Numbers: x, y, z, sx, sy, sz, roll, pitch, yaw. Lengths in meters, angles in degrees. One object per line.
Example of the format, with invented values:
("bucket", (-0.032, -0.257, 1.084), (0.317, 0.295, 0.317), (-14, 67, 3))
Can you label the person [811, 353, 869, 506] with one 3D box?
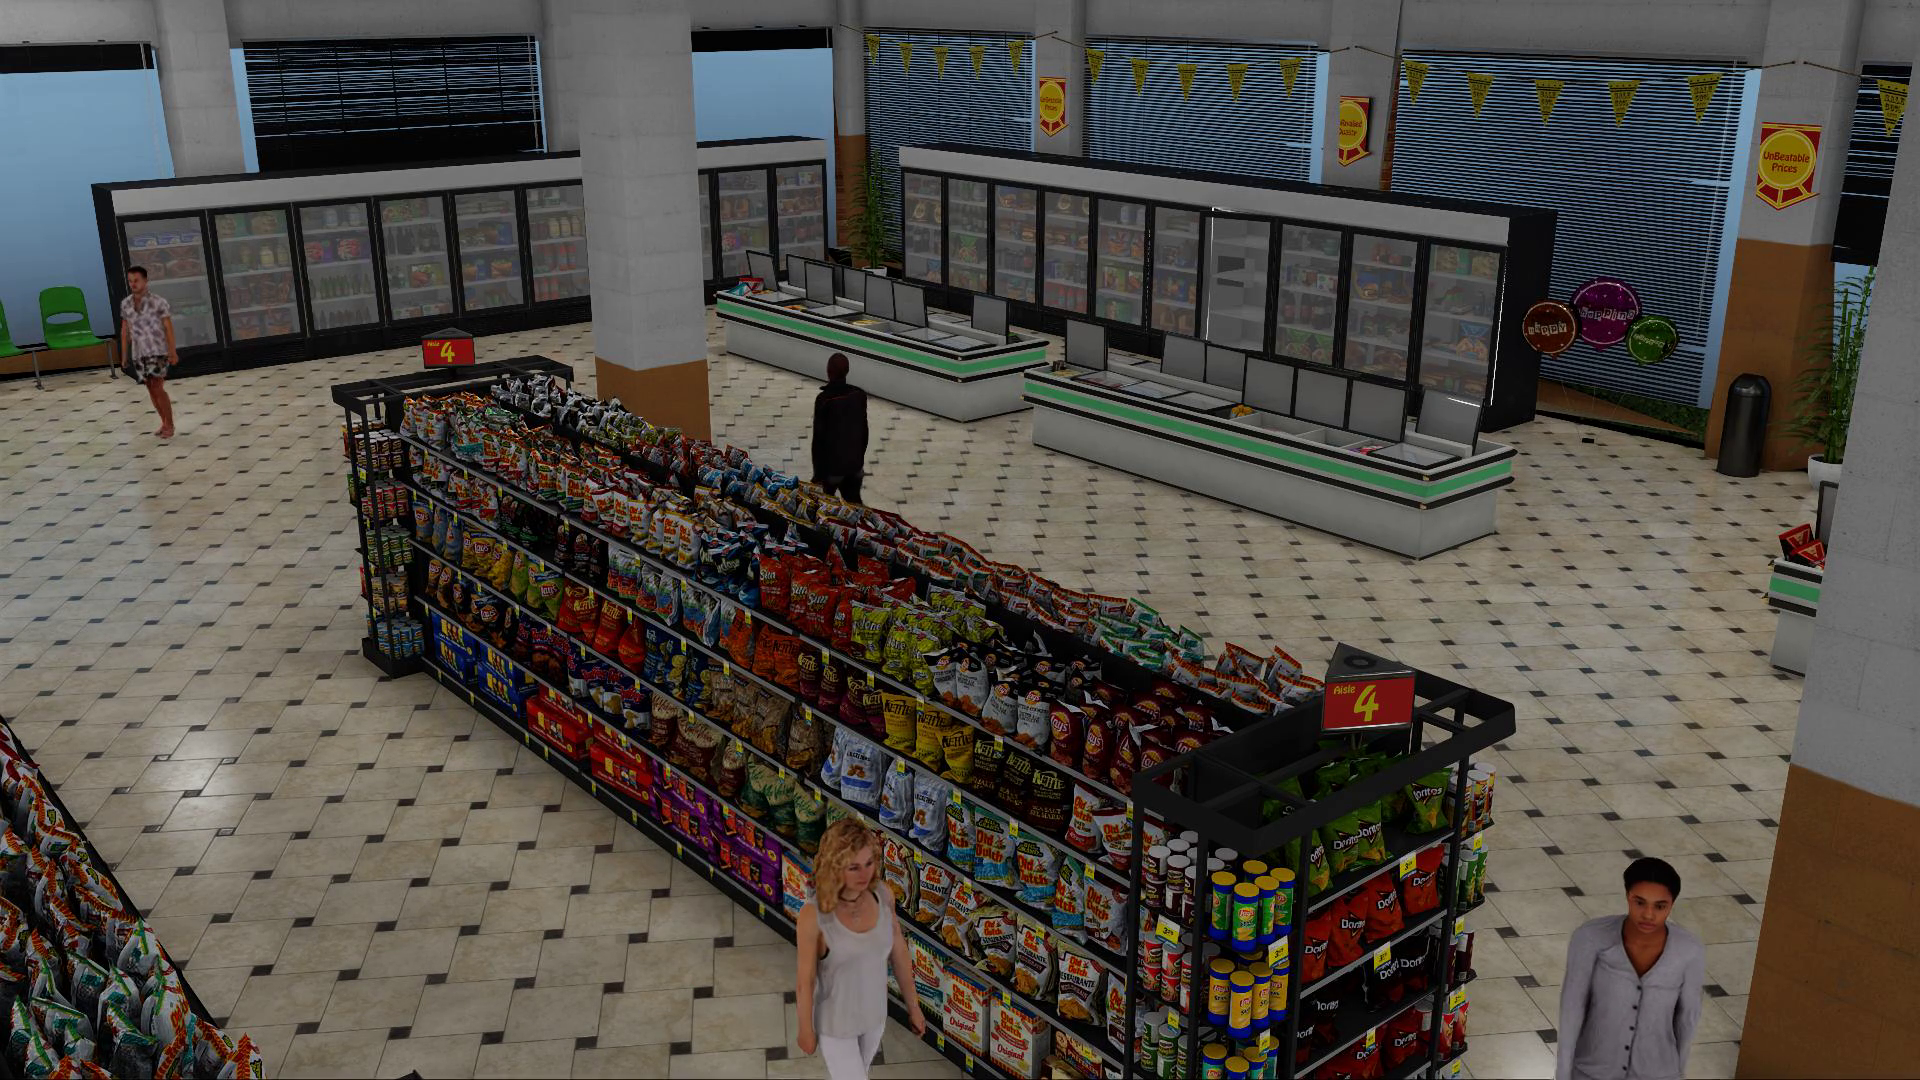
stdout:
("person", (-0.913, -0.584, 13.383), (0.745, 1.808, 0.824), (-13, 22, -33))

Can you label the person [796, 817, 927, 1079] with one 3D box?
("person", (-0.471, 1.814, 6.526), (0.625, 1.643, 0.877), (-17, 25, -41))

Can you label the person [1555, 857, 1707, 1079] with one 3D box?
("person", (2.438, 1.906, 6.154), (0.976, 1.708, 0.951), (8, 20, 21))

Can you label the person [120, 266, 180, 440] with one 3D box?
("person", (-8.534, -2.014, 17.636), (0.812, 1.799, 0.880), (3, 19, 9))
